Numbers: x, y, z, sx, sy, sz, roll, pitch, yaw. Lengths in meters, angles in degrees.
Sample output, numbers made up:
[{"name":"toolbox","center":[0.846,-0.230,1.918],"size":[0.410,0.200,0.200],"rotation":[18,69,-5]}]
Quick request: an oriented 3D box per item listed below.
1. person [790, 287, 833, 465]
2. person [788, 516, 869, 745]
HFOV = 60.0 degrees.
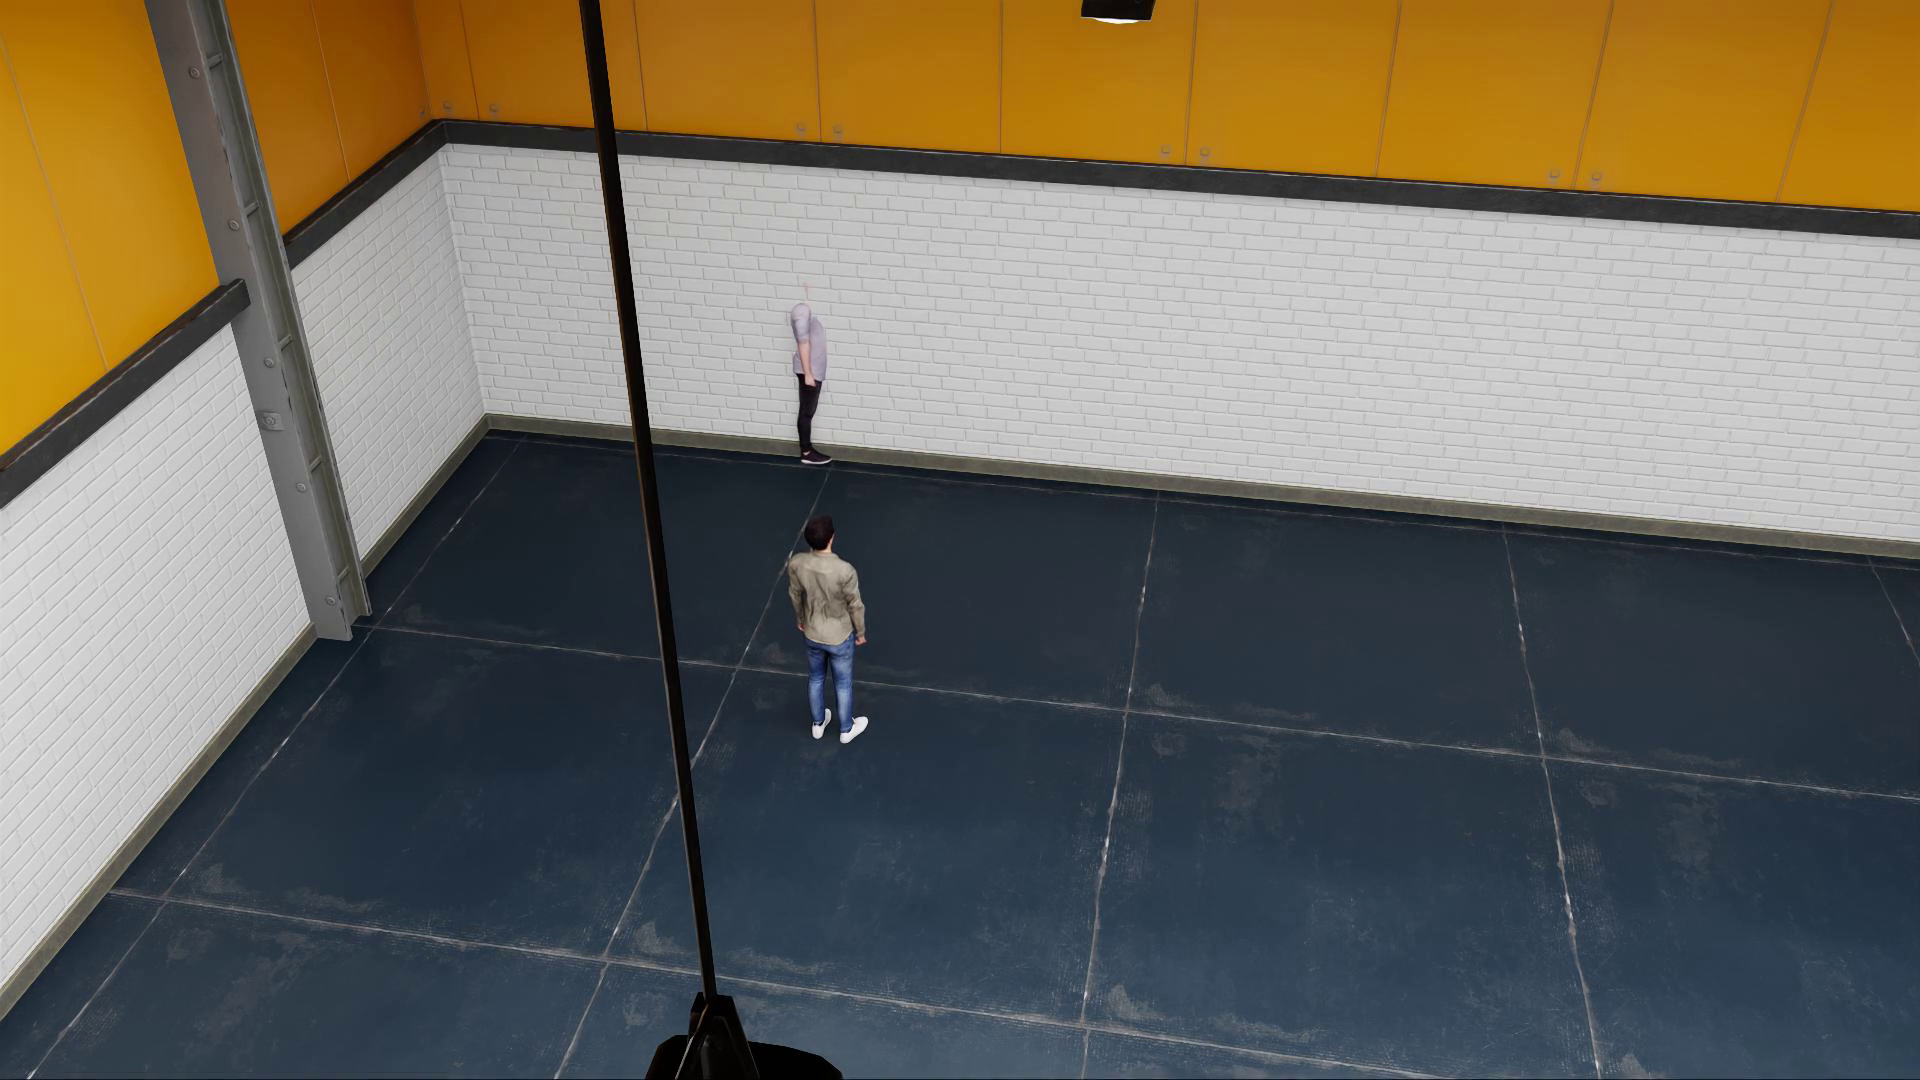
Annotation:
[{"name":"person","center":[-1.355,-1.581,15.024],"size":[0.746,1.838,0.563],"rotation":[1,34,2]},{"name":"person","center":[-0.931,0.641,11.656],"size":[0.733,1.866,0.639],"rotation":[11,35,16]}]
